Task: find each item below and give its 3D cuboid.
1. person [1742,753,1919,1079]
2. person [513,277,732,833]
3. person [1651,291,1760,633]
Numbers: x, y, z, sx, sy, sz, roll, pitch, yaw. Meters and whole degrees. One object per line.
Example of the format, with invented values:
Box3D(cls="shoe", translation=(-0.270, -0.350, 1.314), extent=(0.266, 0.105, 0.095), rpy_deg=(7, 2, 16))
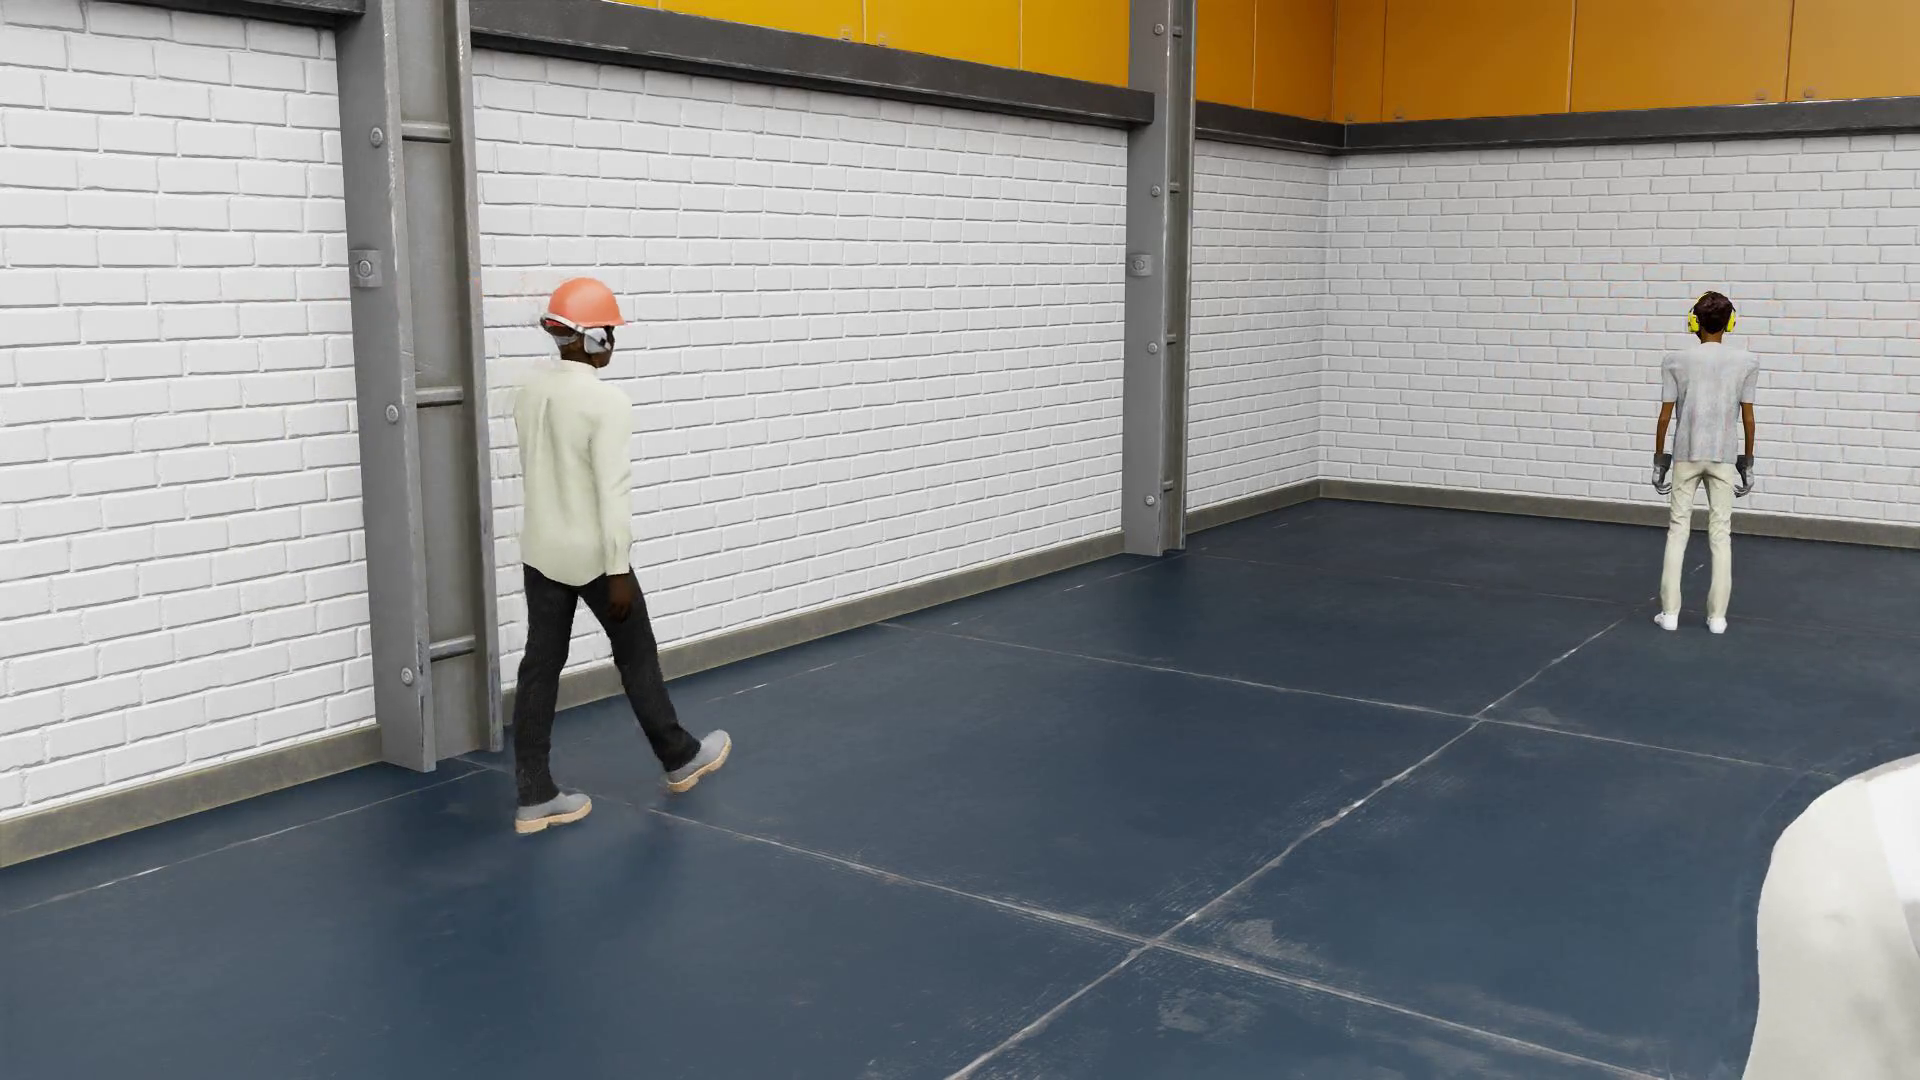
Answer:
Box3D(cls="person", translation=(0.903, 0.822, 1.182), extent=(0.629, 2.017, 0.680), rpy_deg=(0, 10, 2))
Box3D(cls="person", translation=(-1.282, 0.035, 6.074), extent=(0.647, 1.950, 0.962), rpy_deg=(7, 12, 36))
Box3D(cls="person", translation=(4.064, -0.418, 9.085), extent=(0.519, 1.862, 0.317), rpy_deg=(4, 10, 21))
